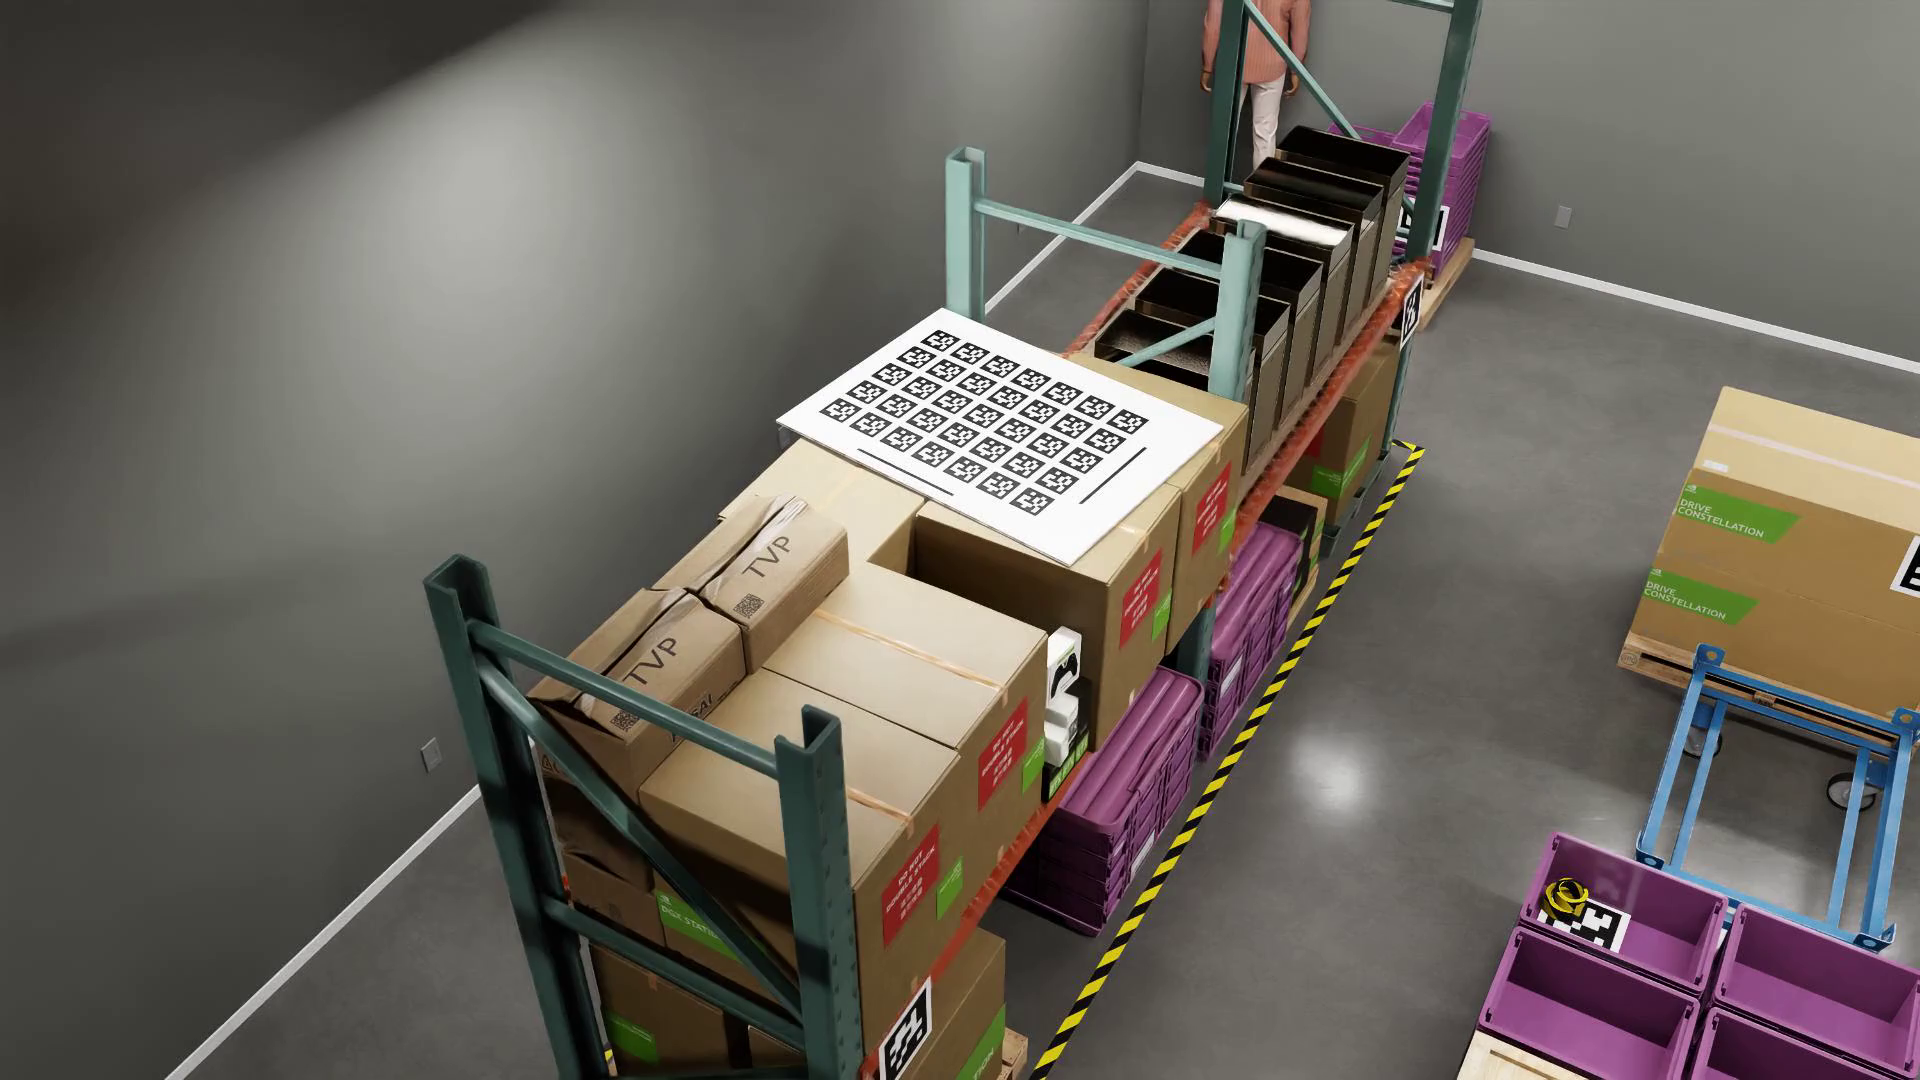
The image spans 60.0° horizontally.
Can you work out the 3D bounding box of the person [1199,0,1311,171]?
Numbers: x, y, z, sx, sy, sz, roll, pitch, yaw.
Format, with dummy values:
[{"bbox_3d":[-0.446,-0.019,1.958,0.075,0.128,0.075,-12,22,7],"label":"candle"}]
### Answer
[{"bbox_3d":[1.742,-2.834,9.931,0.622,1.993,0.382,4,40,4],"label":"person"}]
